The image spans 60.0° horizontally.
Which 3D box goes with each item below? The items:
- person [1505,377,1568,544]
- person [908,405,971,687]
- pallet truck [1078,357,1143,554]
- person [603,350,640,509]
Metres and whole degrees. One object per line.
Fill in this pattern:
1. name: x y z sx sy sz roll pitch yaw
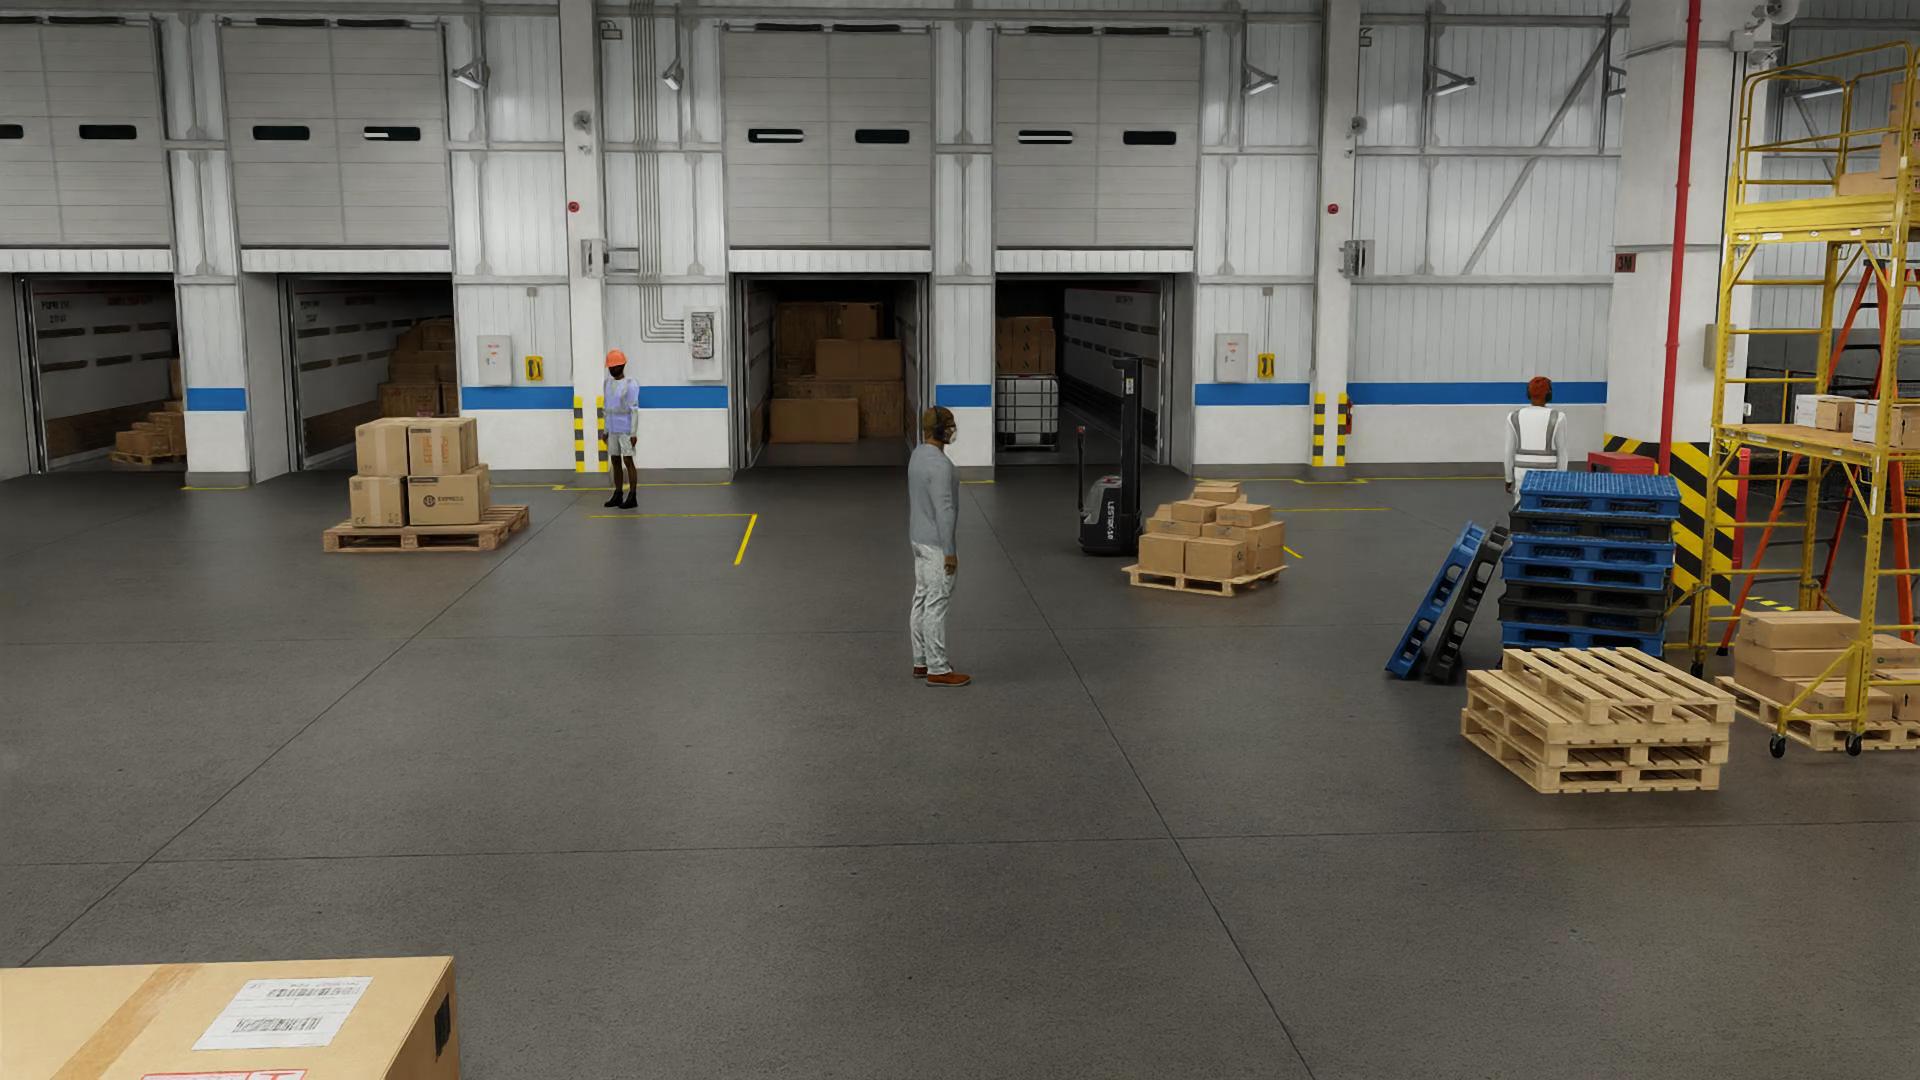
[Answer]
1. person: 5.367 -0.576 15.501 0.573 1.880 0.356 6 11 33
2. person: -0.161 0.040 11.448 0.372 1.940 0.632 -3 10 -20
3. pallet truck: 2.088 -0.836 16.757 1.885 1.965 0.823 2 9 13
4. person: -4.126 -1.338 20.138 0.543 1.929 0.386 6 11 33
